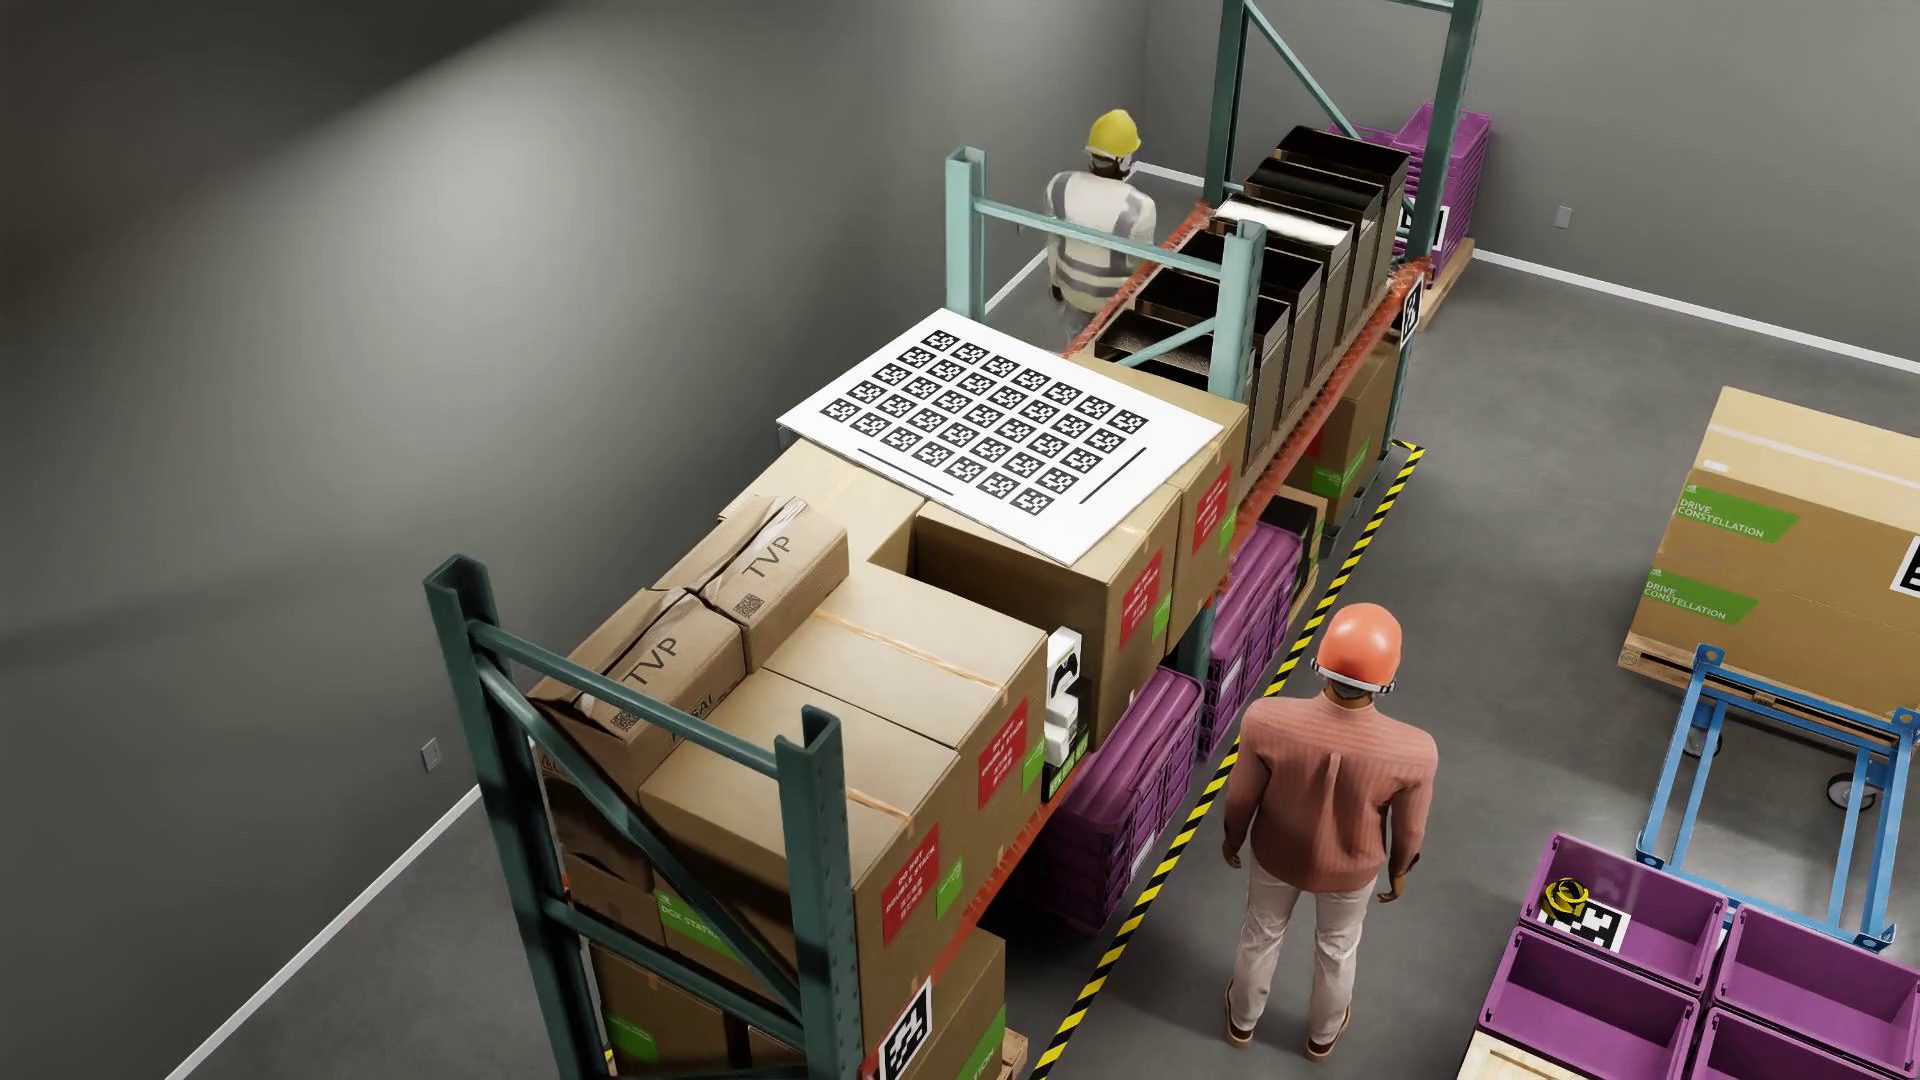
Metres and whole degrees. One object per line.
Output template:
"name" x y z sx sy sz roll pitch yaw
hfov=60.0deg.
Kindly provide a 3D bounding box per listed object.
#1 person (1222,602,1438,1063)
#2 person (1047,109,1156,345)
"person" 1.157 0.985 5.380 0.624 1.993 0.385 10 41 12
"person" 0.685 -1.244 8.173 0.597 1.819 0.428 21 44 23
